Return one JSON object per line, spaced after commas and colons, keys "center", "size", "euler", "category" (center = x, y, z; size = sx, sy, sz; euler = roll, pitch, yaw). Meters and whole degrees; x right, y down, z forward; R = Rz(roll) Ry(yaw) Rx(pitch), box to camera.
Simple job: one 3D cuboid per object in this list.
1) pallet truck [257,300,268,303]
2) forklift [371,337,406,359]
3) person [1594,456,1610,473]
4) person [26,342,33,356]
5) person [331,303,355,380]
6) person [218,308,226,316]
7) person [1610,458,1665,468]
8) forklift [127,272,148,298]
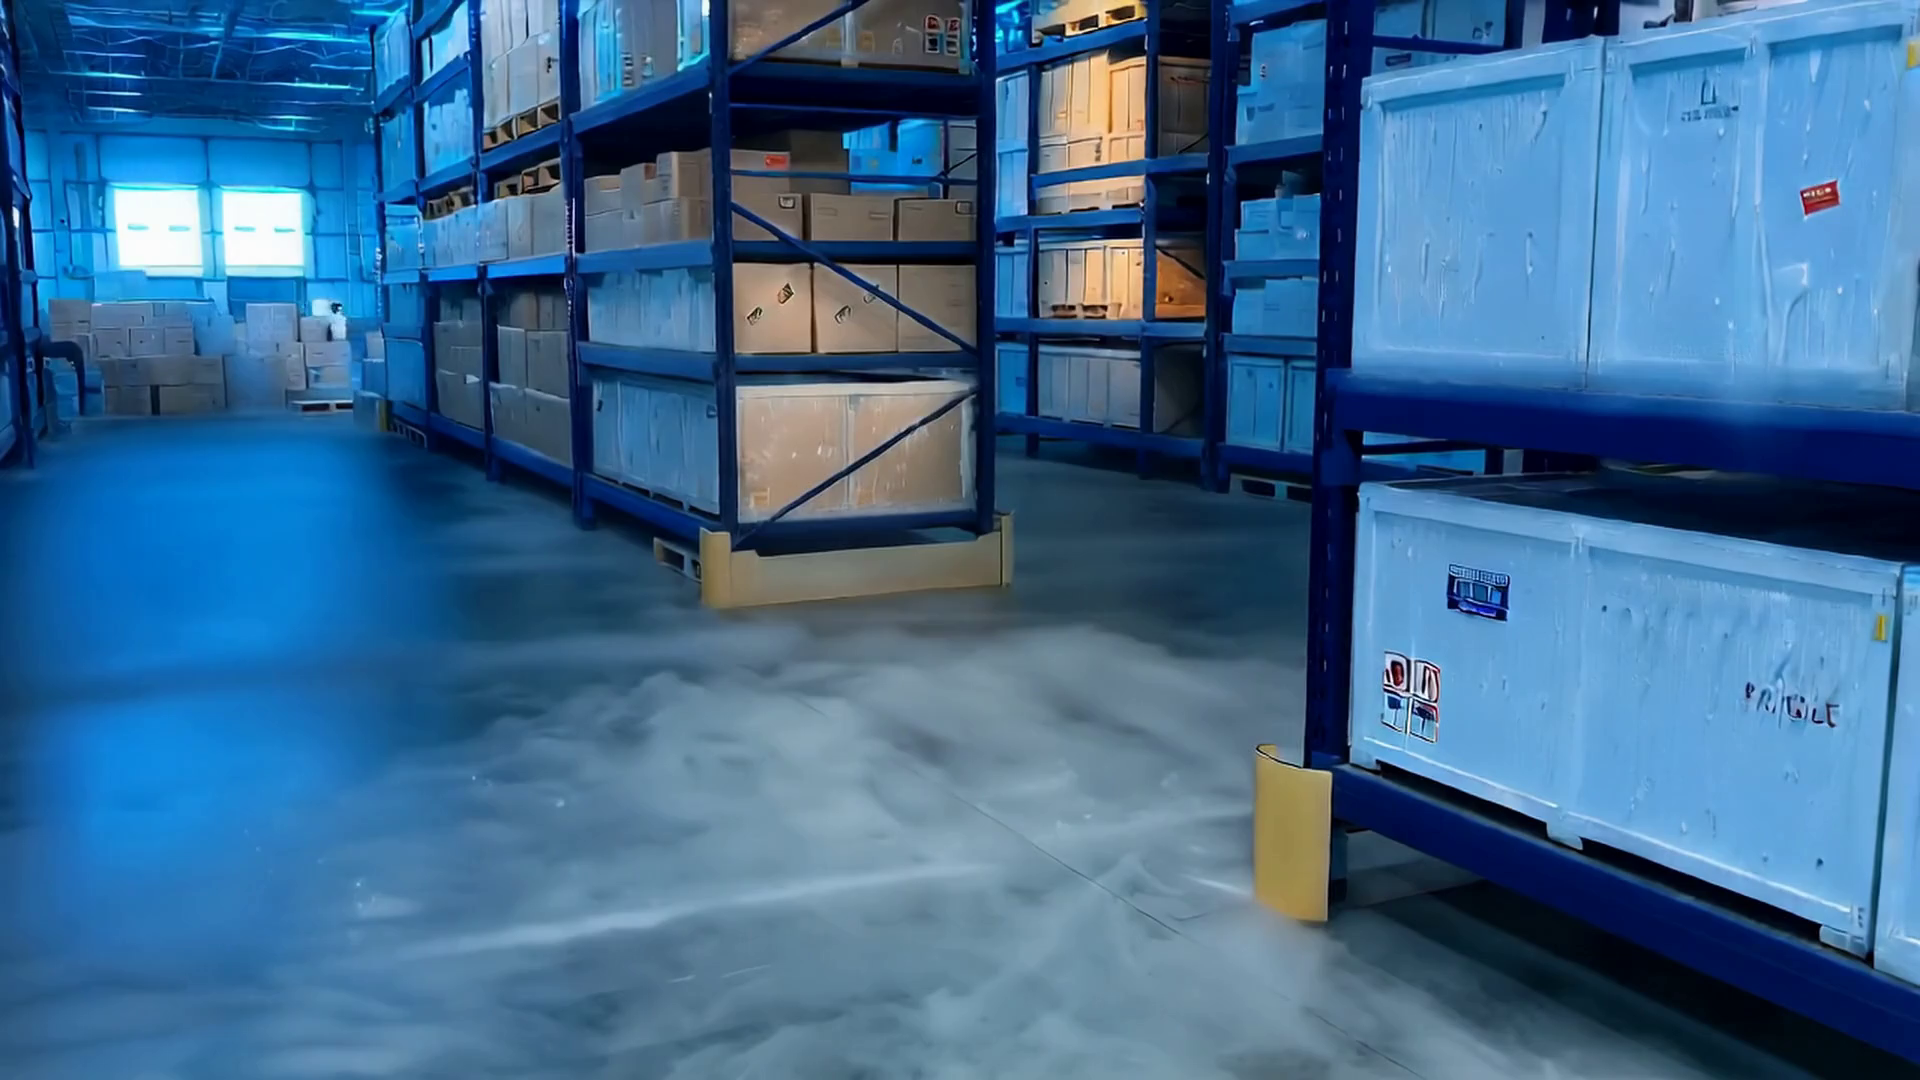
{"center": [-23.913, -7.404, 58.171], "size": [1.885, 1.965, 0.823], "euler": [-1, 8, -9], "category": "pallet truck"}
{"center": [-9.287, -3.606, 28.953], "size": [1.129, 2.768, 1.873], "euler": [3, 9, 18], "category": "forklift"}
{"center": [4.912, -0.716, 13.133], "size": [0.787, 1.662, 0.535], "euler": [-4, 9, -26], "category": "person"}
{"center": [-14.820, -2.780, 26.327], "size": [0.437, 1.978, 0.657], "euler": [-6, 10, -36], "category": "person"}
{"center": [-15.278, -4.897, 41.158], "size": [0.485, 1.918, 0.657], "euler": [0, 8, 0], "category": "person"}
{"center": [-15.333, -3.889, 34.500], "size": [0.628, 1.838, 0.428], "euler": [7, 11, 41], "category": "person"}
{"center": [4.320, -0.368, 10.072], "size": [0.675, 1.872, 0.847], "euler": [5, 10, 33], "category": "person"}
{"center": [-24.861, -6.718, 50.416], "size": [1.873, 2.768, 1.129], "euler": [-8, 11, -43], "category": "forklift"}
